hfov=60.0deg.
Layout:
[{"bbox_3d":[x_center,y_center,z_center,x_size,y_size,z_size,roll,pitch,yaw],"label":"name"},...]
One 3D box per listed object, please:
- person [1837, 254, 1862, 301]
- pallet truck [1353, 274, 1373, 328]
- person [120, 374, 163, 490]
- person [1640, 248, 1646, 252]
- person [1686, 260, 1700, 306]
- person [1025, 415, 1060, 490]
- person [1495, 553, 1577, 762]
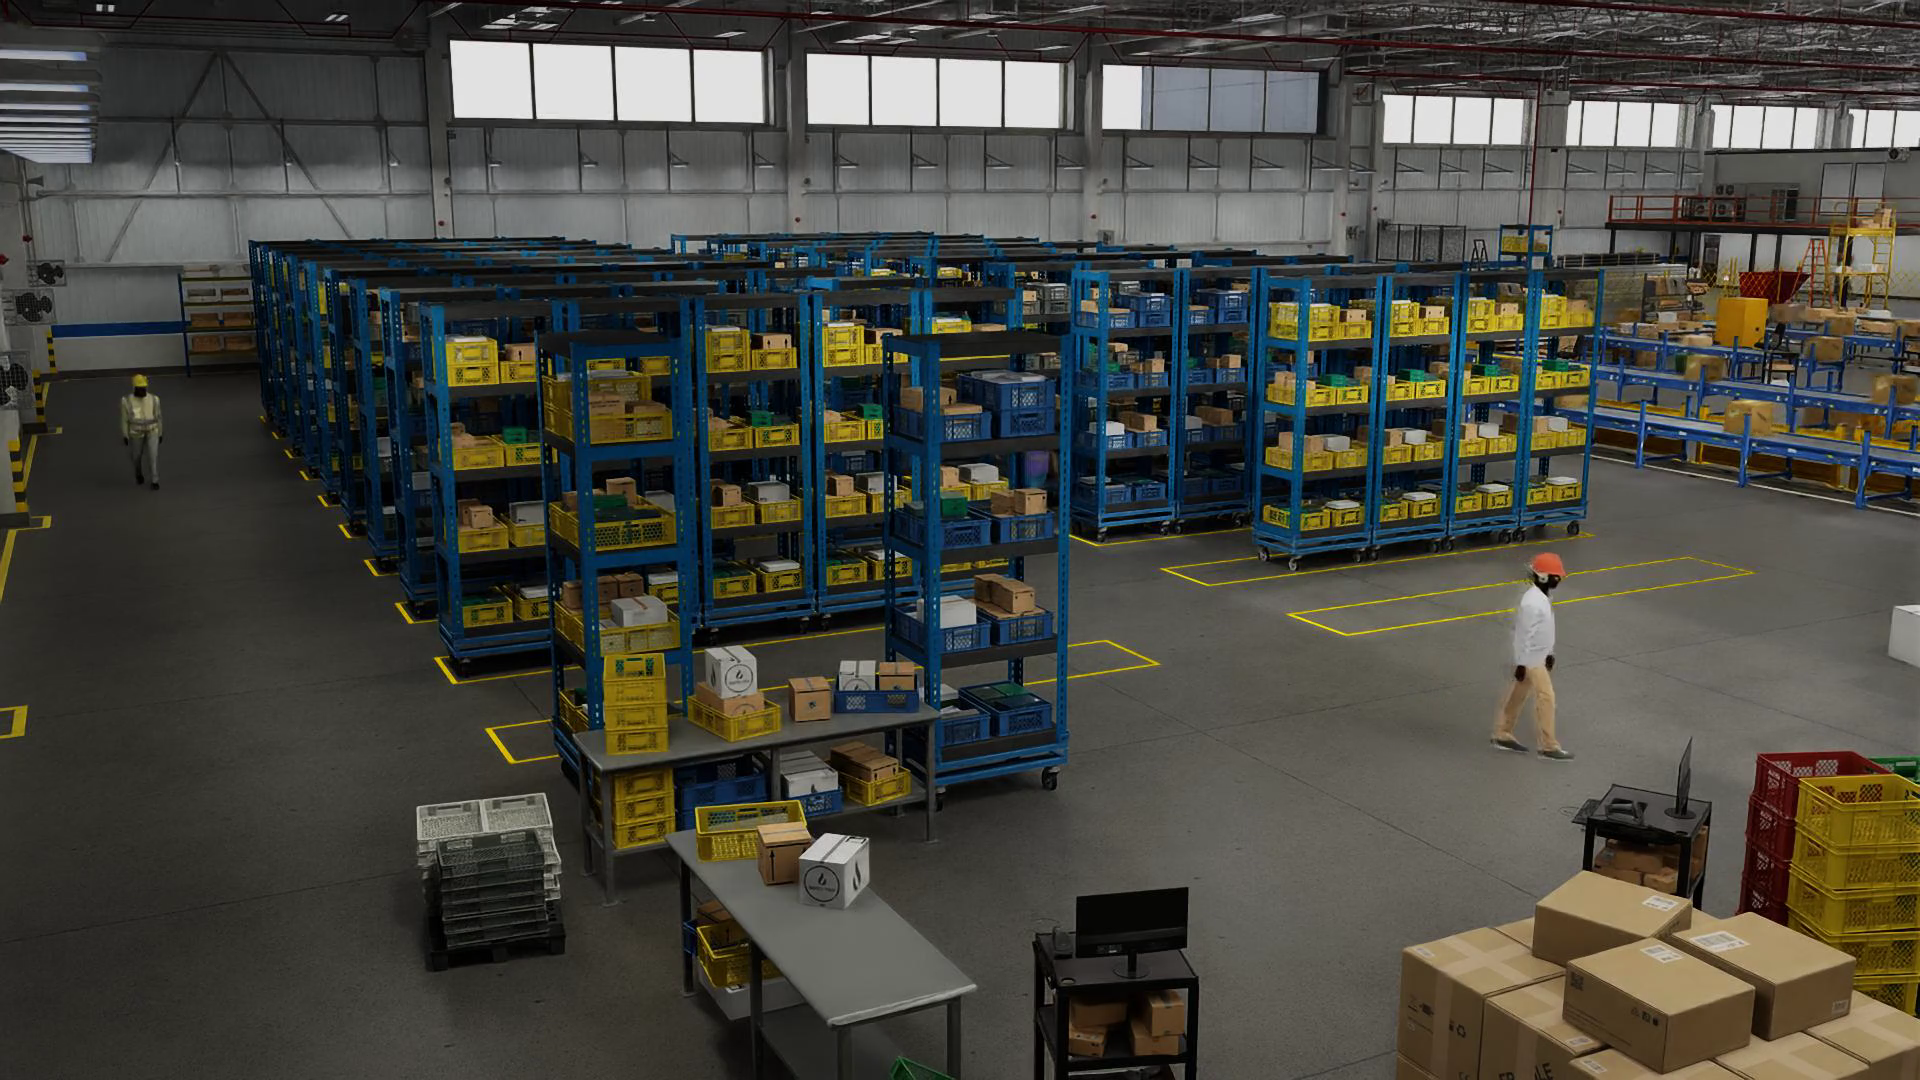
[{"bbox_3d":[36.308,-10.685,67.808,0.576,1.887,0.963,-11,16,-41],"label":"person"},{"bbox_3d":[13.011,-8.050,55.243,0.823,1.965,1.885,-7,14,-28],"label":"pallet truck"},{"bbox_3d":[-12.751,-1.698,25.954,0.601,1.811,0.720,-8,15,-34],"label":"person"},{"bbox_3d":[30.592,-12.142,74.670,1.049,1.874,0.612,9,15,36],"label":"person"},{"bbox_3d":[27.916,-9.711,63.272,0.573,1.886,0.356,-6,13,-25],"label":"person"},{"bbox_3d":[1.074,-0.817,21.827,0.589,1.814,0.761,-12,17,-44],"label":"person"},{"bbox_3d":[4.834,0.959,13.727,0.790,1.719,0.585,6,14,27],"label":"person"}]
